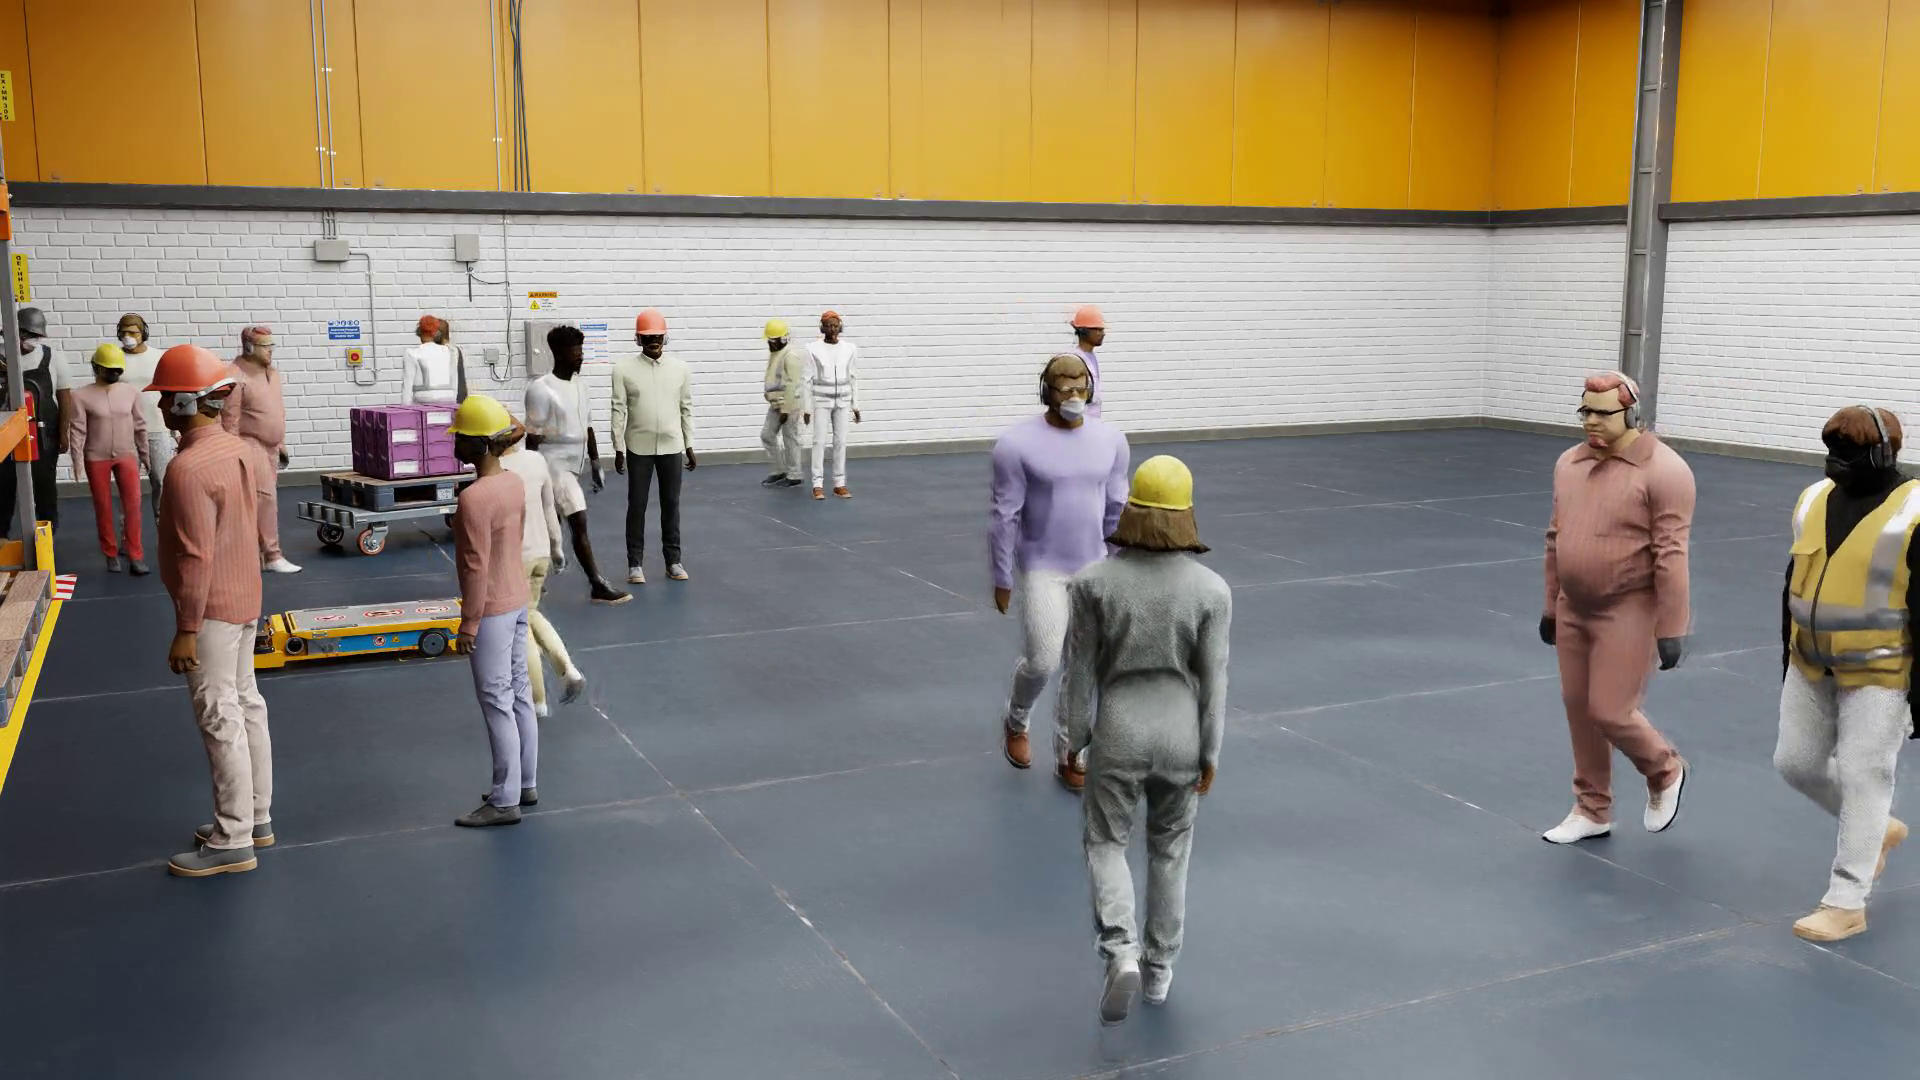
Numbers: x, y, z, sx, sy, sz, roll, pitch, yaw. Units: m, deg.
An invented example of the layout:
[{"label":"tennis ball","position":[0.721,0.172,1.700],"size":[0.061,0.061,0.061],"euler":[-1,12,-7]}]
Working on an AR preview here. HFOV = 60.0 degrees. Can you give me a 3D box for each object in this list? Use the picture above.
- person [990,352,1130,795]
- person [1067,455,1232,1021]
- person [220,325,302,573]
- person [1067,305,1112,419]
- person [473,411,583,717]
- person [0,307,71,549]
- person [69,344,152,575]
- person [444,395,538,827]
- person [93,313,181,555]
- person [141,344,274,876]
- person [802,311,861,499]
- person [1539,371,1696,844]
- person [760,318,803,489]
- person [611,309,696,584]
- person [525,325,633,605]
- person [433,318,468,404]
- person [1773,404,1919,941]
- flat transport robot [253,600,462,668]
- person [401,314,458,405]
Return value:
[{"label":"person","position":[0.436,0.138,7.289],"size":[0.638,1.924,0.477],"euler":[-3,10,-20]},{"label":"person","position":[0.565,0.608,4.997],"size":[0.491,1.721,0.576],"euler":[1,9,3]},{"label":"person","position":[-5.394,-0.684,12.541],"size":[0.781,1.877,0.641],"euler":[1,9,6]},{"label":"person","position":[1.043,-0.931,13.727],"size":[1.077,1.987,0.628],"euler":[4,10,21]},{"label":"person","position":[-2.207,0.112,8.384],"size":[0.387,1.611,0.567],"euler":[5,10,27]},{"label":"person","position":[-7.574,-0.915,13.459],"size":[0.698,2.000,0.543],"euler":[-4,10,-26]},{"label":"person","position":[-6.284,-0.586,12.356],"size":[0.563,1.718,0.759],"euler":[-8,12,-42]},{"label":"person","position":[-1.928,0.289,6.836],"size":[0.304,1.772,0.525],"euler":[1,9,5]},{"label":"person","position":[-6.587,-0.849,13.372],"size":[0.637,1.936,0.355],"euler":[-4,10,-25]},{"label":"person","position":[-2.836,0.263,6.298],"size":[0.382,1.995,0.612],"euler":[-1,9,-6]},{"label":"person","position":[-1.285,-1.338,16.619],"size":[0.602,1.877,0.372],"euler":[-4,10,-21]},{"label":"person","position":[2.573,0.279,6.526],"size":[0.507,1.885,0.678],"euler":[-4,10,-24]},{"label":"person","position":[-1.872,-1.405,17.285],"size":[0.538,1.785,0.665],"euler":[-5,10,-26]},{"label":"person","position":[-2.229,-0.680,12.143],"size":[0.624,1.992,0.390],"euler":[-4,10,-25]},{"label":"person","position":[-2.750,-0.523,11.443],"size":[1.017,1.915,0.621],"euler":[3,10,17]},{"label":"person","position":[-5.252,-1.319,16.727],"size":[0.924,1.795,0.509],"euler":[1,9,5]},{"label":"person","position":[3.129,0.445,5.730],"size":[0.584,1.827,0.670],"euler":[-4,10,-22]},{"label":"flat transport robot","position":[-3.517,0.539,9.916],"size":[1.431,0.197,0.652],"euler":[-4,10,-25]},{"label":"person","position":[-5.048,-1.207,15.854],"size":[0.473,1.864,0.621],"euler":[7,12,38]}]
